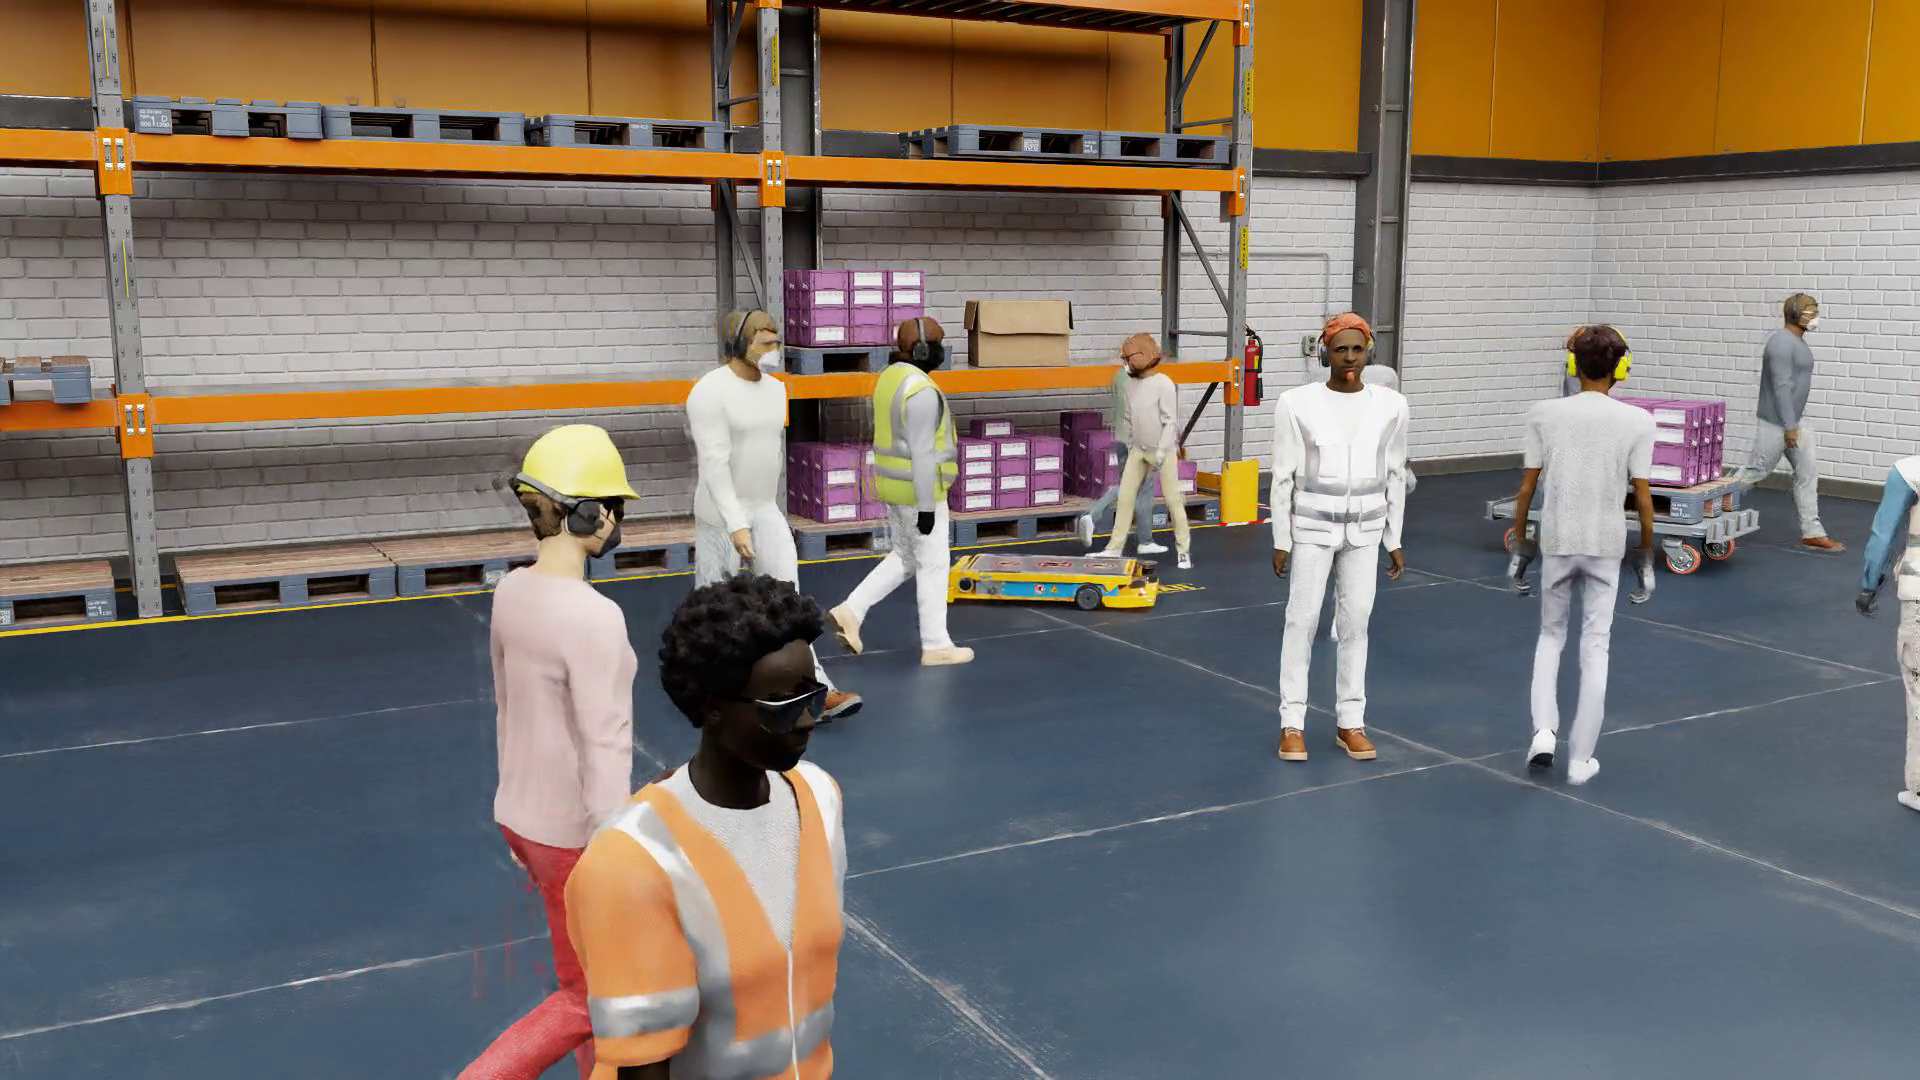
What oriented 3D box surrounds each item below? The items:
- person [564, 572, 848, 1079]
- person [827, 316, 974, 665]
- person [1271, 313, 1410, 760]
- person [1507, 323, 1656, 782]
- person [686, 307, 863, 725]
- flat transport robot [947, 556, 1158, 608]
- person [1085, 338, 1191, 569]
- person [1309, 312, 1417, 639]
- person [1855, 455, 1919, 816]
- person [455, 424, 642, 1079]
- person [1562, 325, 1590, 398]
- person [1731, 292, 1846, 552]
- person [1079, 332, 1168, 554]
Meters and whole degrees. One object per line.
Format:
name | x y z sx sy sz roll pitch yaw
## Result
person | -0.275 0.875 2.325 0.873 1.654 0.543 7 12 37
person | -0.296 -0.238 8.572 0.675 1.826 0.634 -4 10 -22
person | 1.588 -0.005 6.992 0.574 1.882 0.358 0 9 -2
person | 2.517 0.059 6.700 0.549 1.850 0.368 5 11 30
person | -0.892 -0.078 7.416 1.012 1.881 0.629 7 12 36
flat transport robot | 0.505 0.245 10.364 1.431 0.197 0.652 1 9 8
person | 1.298 -0.588 11.465 0.635 1.589 0.564 -8 12 -40
person | 2.292 -0.385 9.516 0.546 1.809 0.970 6 11 31
person | 3.760 0.230 6.360 0.545 1.618 0.541 1 9 9
person | -0.912 0.625 3.580 0.695 1.743 0.523 -7 12 -38
person | 4.879 -0.915 13.335 0.512 1.613 0.503 5 11 27
person | 6.020 -0.876 12.288 1.000 1.901 0.630 9 13 43
person | 1.201 -0.685 11.936 0.614 1.613 0.517 -4 10 -25
